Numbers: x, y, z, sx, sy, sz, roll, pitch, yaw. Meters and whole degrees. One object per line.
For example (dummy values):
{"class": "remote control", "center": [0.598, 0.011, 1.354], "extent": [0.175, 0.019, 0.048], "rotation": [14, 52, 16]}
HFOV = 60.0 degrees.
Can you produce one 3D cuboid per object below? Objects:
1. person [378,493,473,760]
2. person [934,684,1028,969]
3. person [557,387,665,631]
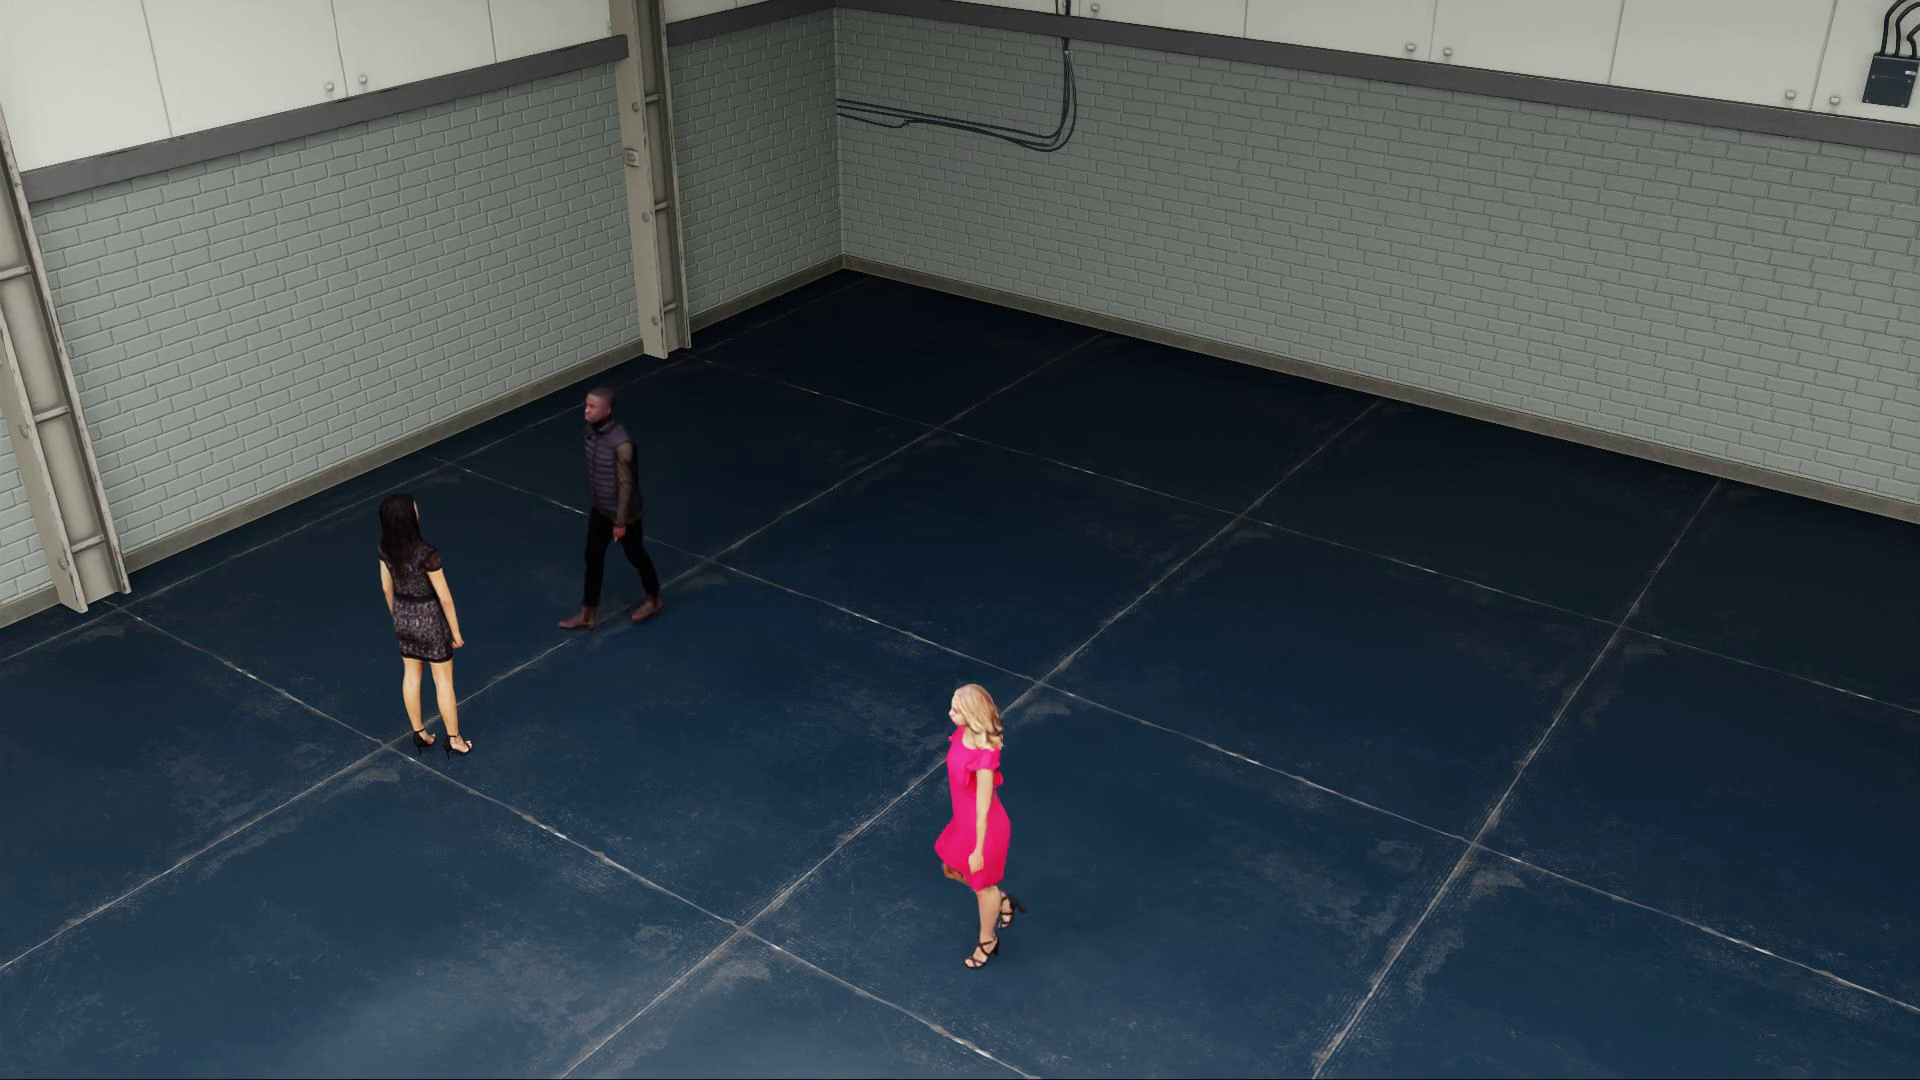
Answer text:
{"class": "person", "center": [-3.278, 0.529, 10.102], "extent": [0.654, 1.791, 0.591], "rotation": [9, 29, 16]}
{"class": "person", "center": [0.183, 1.447, 8.454], "extent": [0.841, 1.719, 0.765], "rotation": [-10, 30, -18]}
{"class": "person", "center": [-2.300, -0.234, 11.521], "extent": [0.825, 1.803, 1.066], "rotation": [25, 37, 38]}
